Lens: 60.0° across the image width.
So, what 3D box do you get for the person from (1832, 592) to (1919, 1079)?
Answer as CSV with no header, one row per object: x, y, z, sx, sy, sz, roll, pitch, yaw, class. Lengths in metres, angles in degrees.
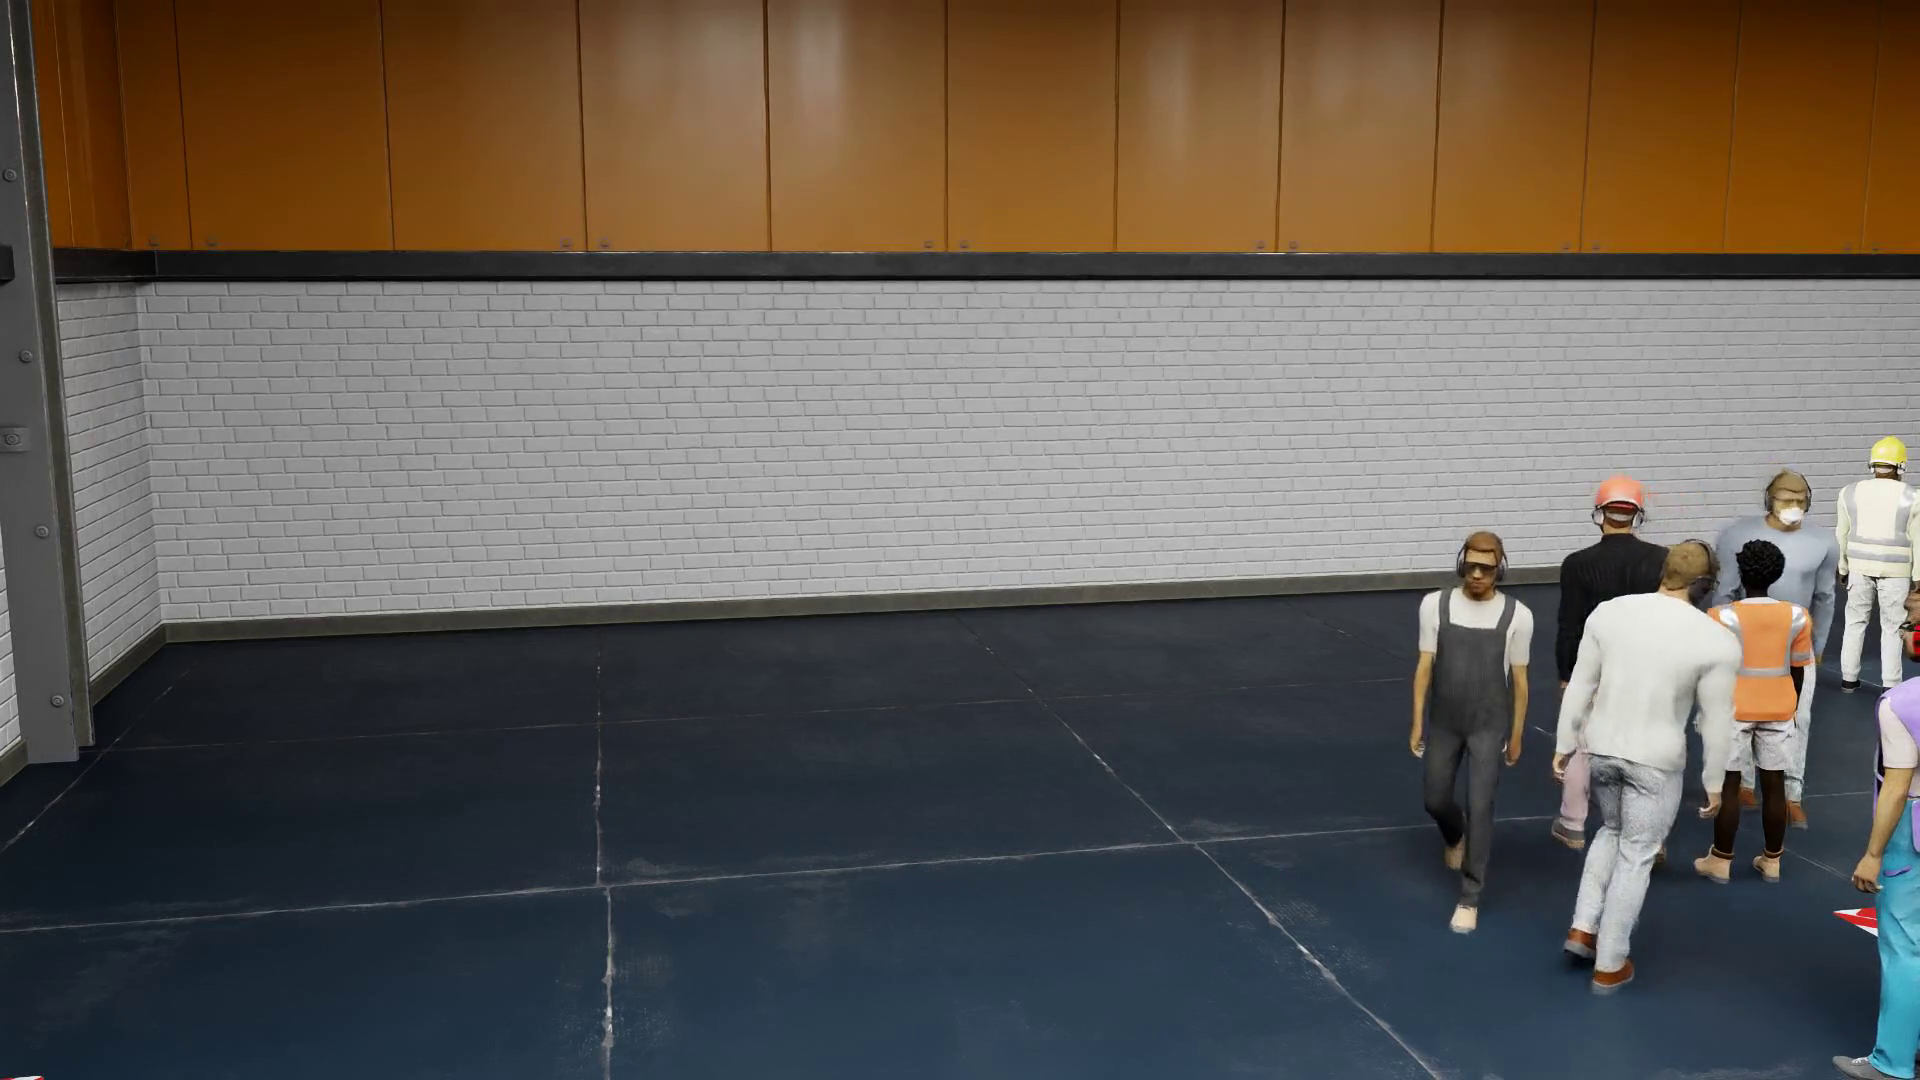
3.514,1.105,6.037,0.570,1.842,0.379,-4,10,-22,person

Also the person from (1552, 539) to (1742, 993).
2.849,0.940,6.925,0.584,1.888,0.657,-8,12,-41,person

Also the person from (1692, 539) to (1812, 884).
3.846,0.839,8.104,0.531,1.698,0.320,0,9,-1,person

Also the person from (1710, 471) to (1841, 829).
4.394,0.588,8.998,0.650,1.910,0.755,3,10,16,person

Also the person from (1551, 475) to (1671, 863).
3.307,0.658,8.370,0.622,1.964,0.753,0,9,2,person

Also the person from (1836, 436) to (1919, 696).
6.441,0.192,11.625,0.404,1.837,0.590,-9,13,-44,person

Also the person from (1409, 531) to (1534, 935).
2.371,0.841,7.722,0.523,1.829,0.708,5,10,26,person
